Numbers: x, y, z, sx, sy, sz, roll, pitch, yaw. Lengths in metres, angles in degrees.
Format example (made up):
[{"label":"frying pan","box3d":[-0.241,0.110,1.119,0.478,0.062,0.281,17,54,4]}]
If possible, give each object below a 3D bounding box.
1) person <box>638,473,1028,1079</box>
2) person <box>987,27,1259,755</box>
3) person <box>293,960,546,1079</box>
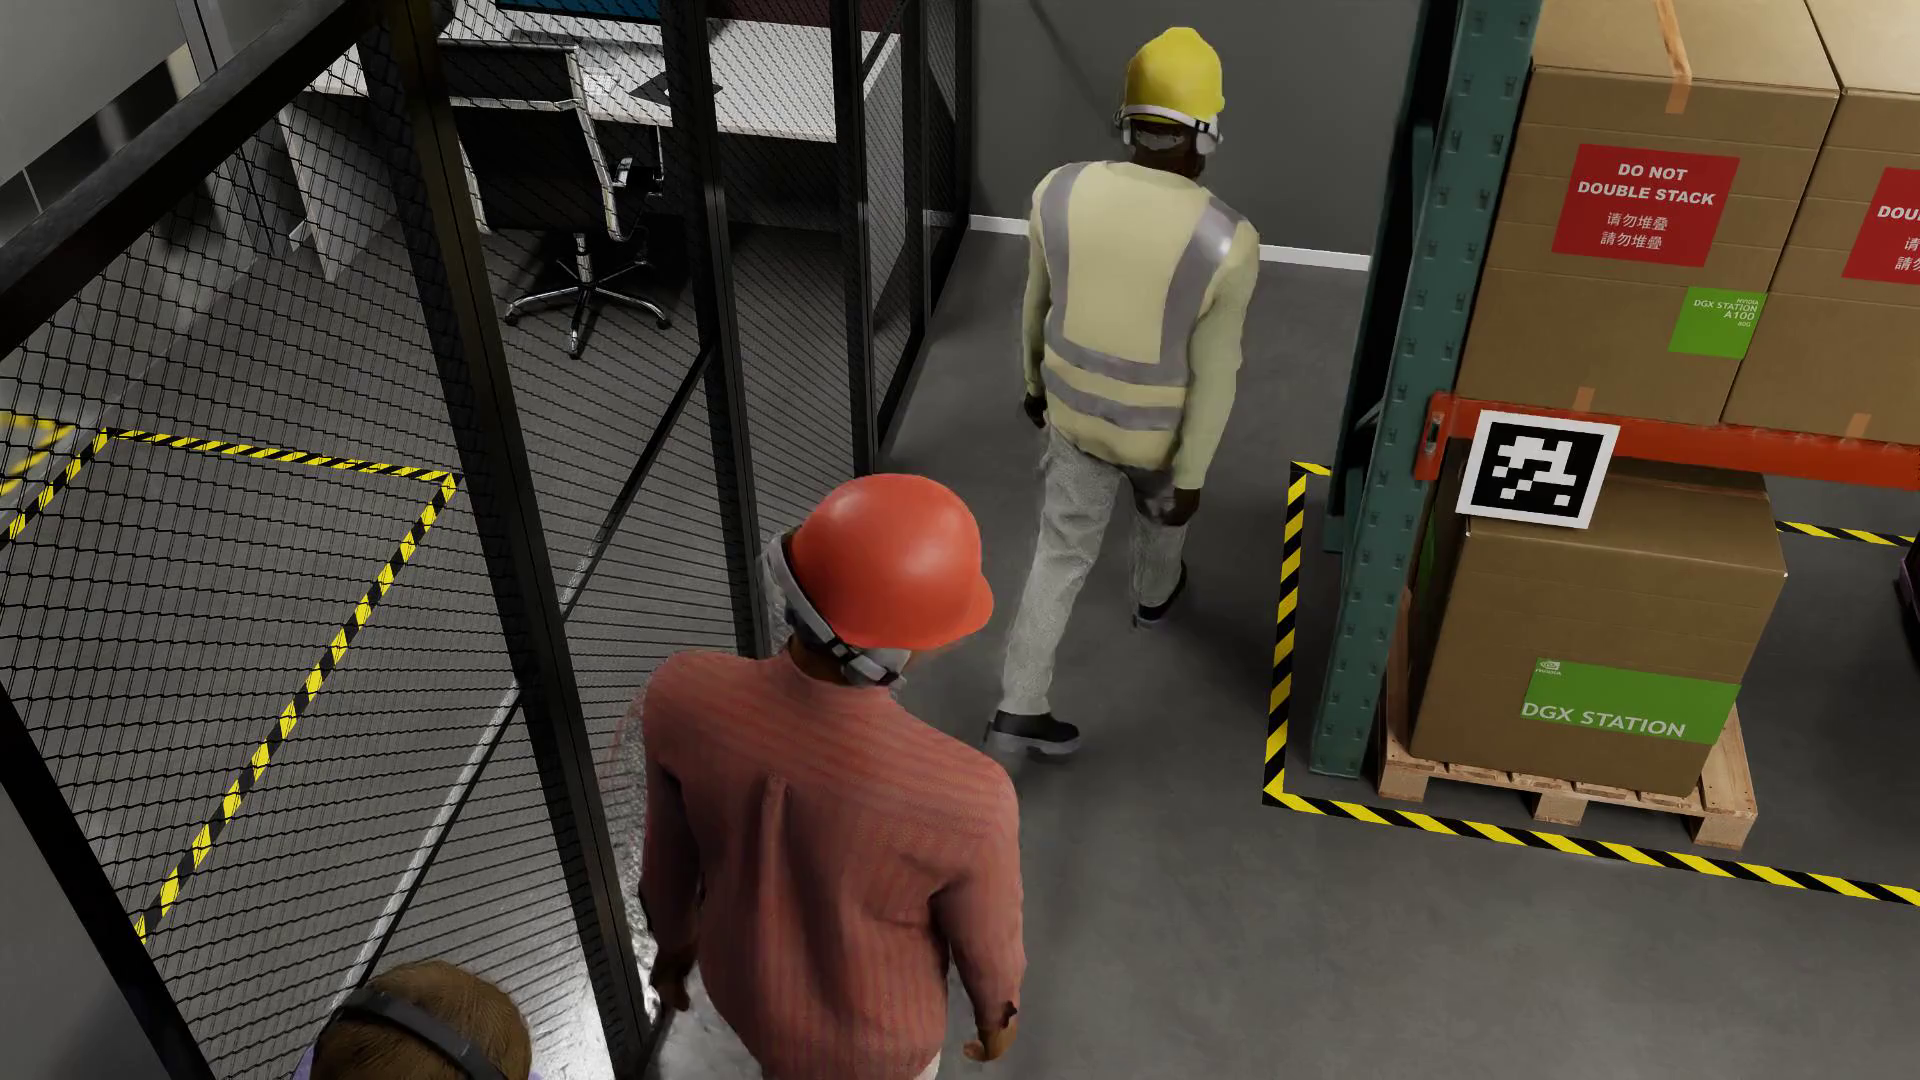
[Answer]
[{"label":"person","box3d":[-0.245,0.743,2.652,0.664,1.947,0.811,20,45,22]},{"label":"person","box3d":[0.349,-0.288,3.973,0.595,1.766,0.963,20,45,21]},{"label":"person","box3d":[-0.520,1.154,2.170,0.628,1.939,0.373,19,44,20]}]
